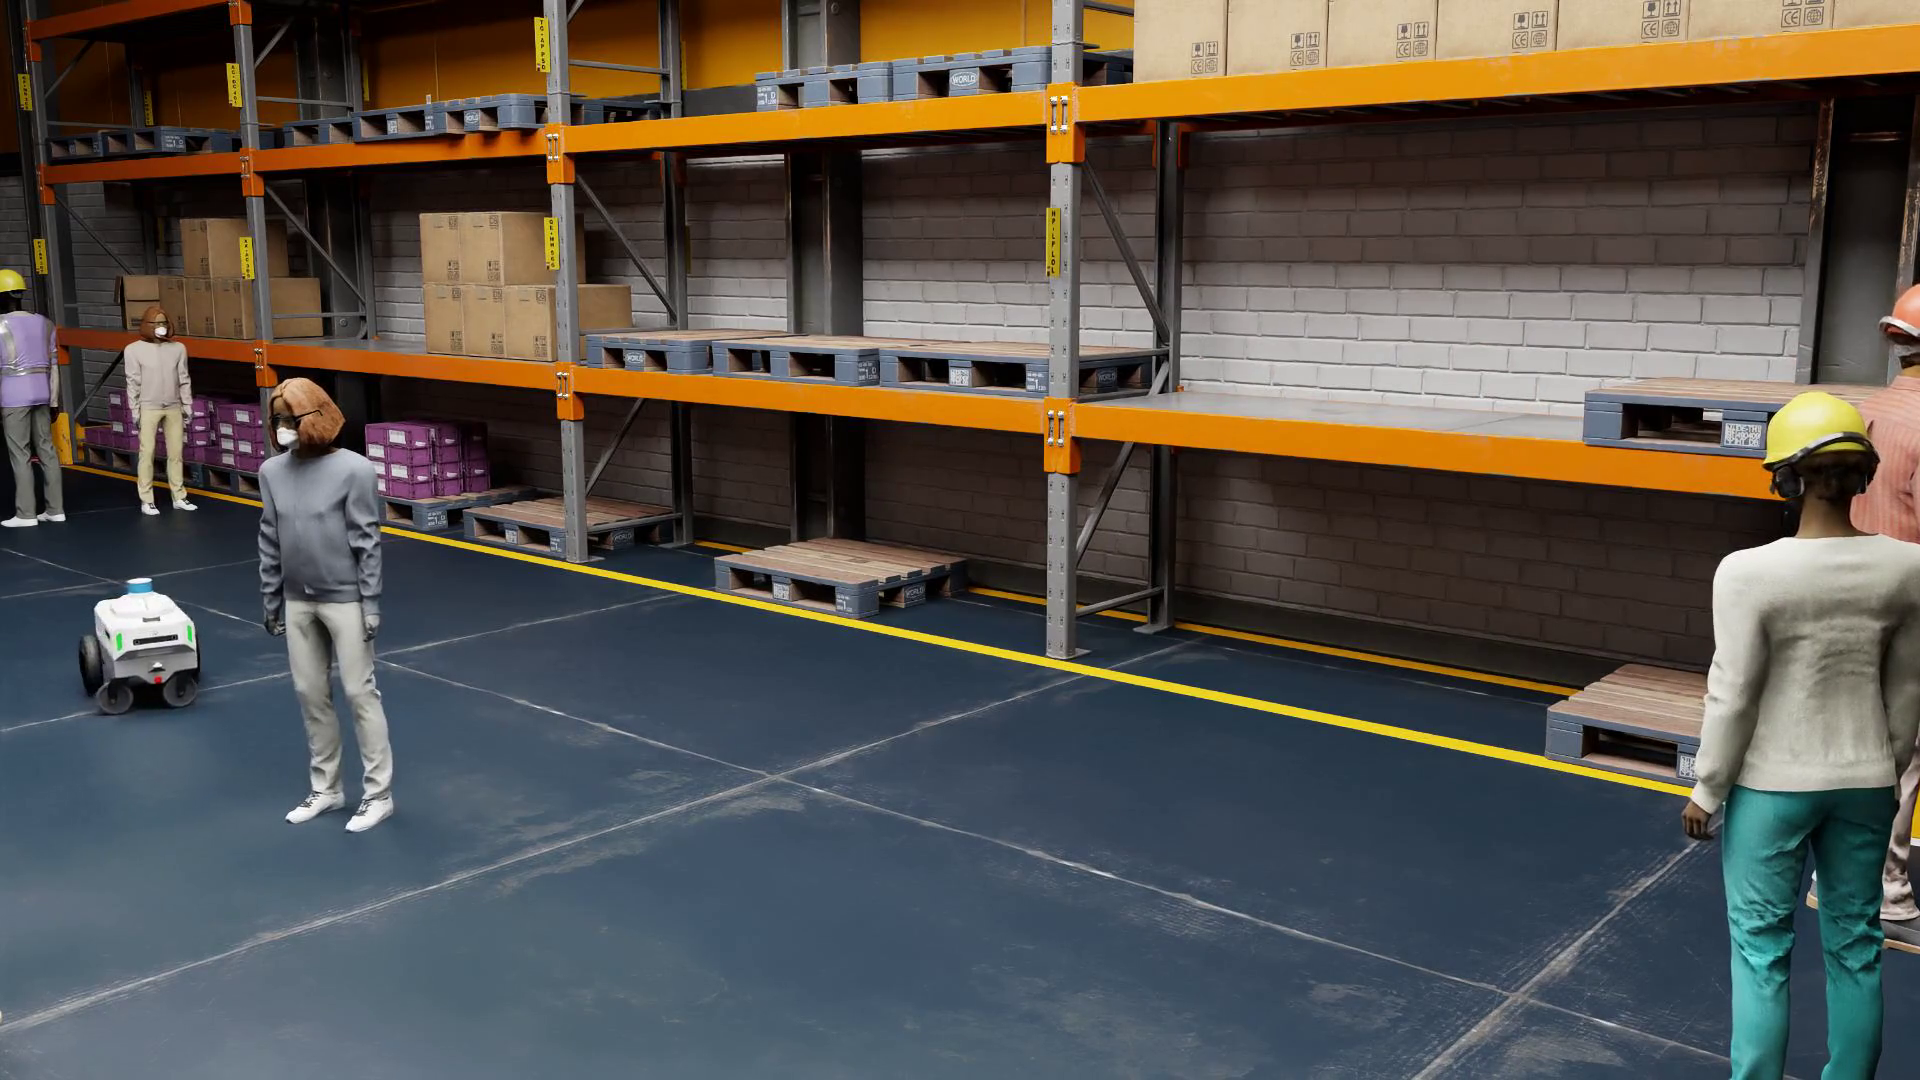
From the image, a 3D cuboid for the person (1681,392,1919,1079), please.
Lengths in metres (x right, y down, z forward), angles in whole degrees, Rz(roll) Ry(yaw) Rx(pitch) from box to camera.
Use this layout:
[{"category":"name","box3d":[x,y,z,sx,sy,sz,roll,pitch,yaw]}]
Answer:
[{"category":"person","box3d":[1.895,0.549,3.763,0.523,1.760,0.327,-1,10,-8]}]

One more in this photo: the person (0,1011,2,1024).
[{"category":"person","box3d":[-2.739,0.367,4.123,0.608,1.995,0.377,-8,12,-37]}]

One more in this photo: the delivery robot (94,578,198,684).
[{"category":"delivery robot","box3d":[-3.753,0.420,7.650,0.477,0.478,0.707,-7,12,-33]}]

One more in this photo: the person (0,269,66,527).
[{"category":"person","box3d":[-7.016,-1.052,12.434,0.401,1.919,0.588,4,11,21]}]

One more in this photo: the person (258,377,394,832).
[{"category":"person","box3d":[-2.283,0.229,5.966,0.510,1.623,0.283,3,10,18]}]

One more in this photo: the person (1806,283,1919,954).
[{"category":"person","box3d":[2.825,0.220,4.963,0.388,1.992,0.622,1,10,4]}]

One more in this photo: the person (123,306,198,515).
[{"category":"person","box3d":[-6.260,-1.010,13.023,0.286,1.626,0.502,8,13,37]}]
